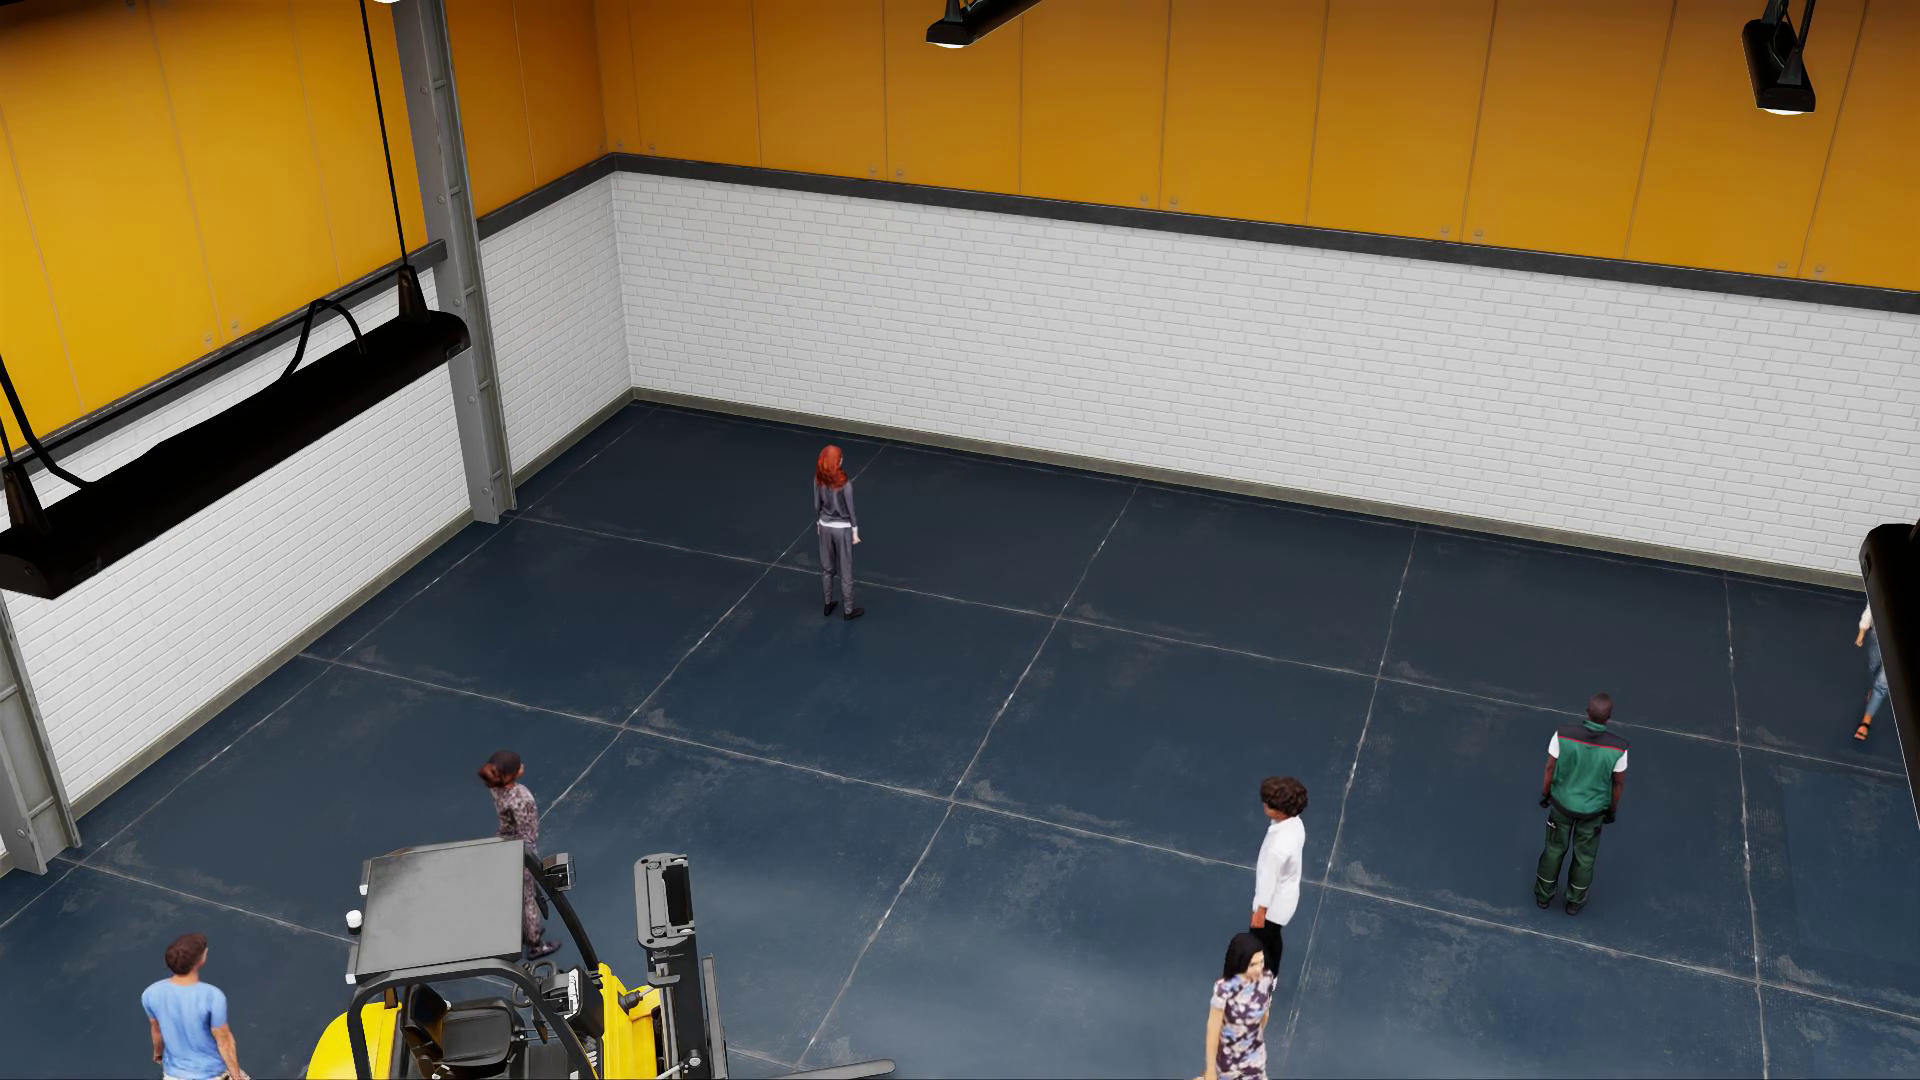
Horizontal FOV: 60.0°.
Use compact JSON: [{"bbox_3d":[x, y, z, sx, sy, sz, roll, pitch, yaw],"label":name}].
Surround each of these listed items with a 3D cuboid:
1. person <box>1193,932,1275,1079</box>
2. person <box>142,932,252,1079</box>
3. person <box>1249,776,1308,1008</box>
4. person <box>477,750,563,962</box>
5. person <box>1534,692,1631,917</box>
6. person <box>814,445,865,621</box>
[{"bbox_3d":[1.595,3.010,9.900,1.078,1.698,1.148,-12,31,-21],"label":"person"},{"bbox_3d":[-4.394,3.133,9.561,1.025,1.807,1.297,-1,29,-3],"label":"person"},{"bbox_3d":[2.094,2.351,10.993,0.714,1.810,0.525,10,30,18],"label":"person"},{"bbox_3d":[-3.052,2.153,11.451,0.701,1.718,0.667,-20,34,-32],"label":"person"},{"bbox_3d":[4.408,1.872,11.839,0.696,1.840,0.611,12,31,21],"label":"person"},{"bbox_3d":[-1.151,-0.075,15.471,0.610,1.779,0.542,14,32,25],"label":"person"}]
